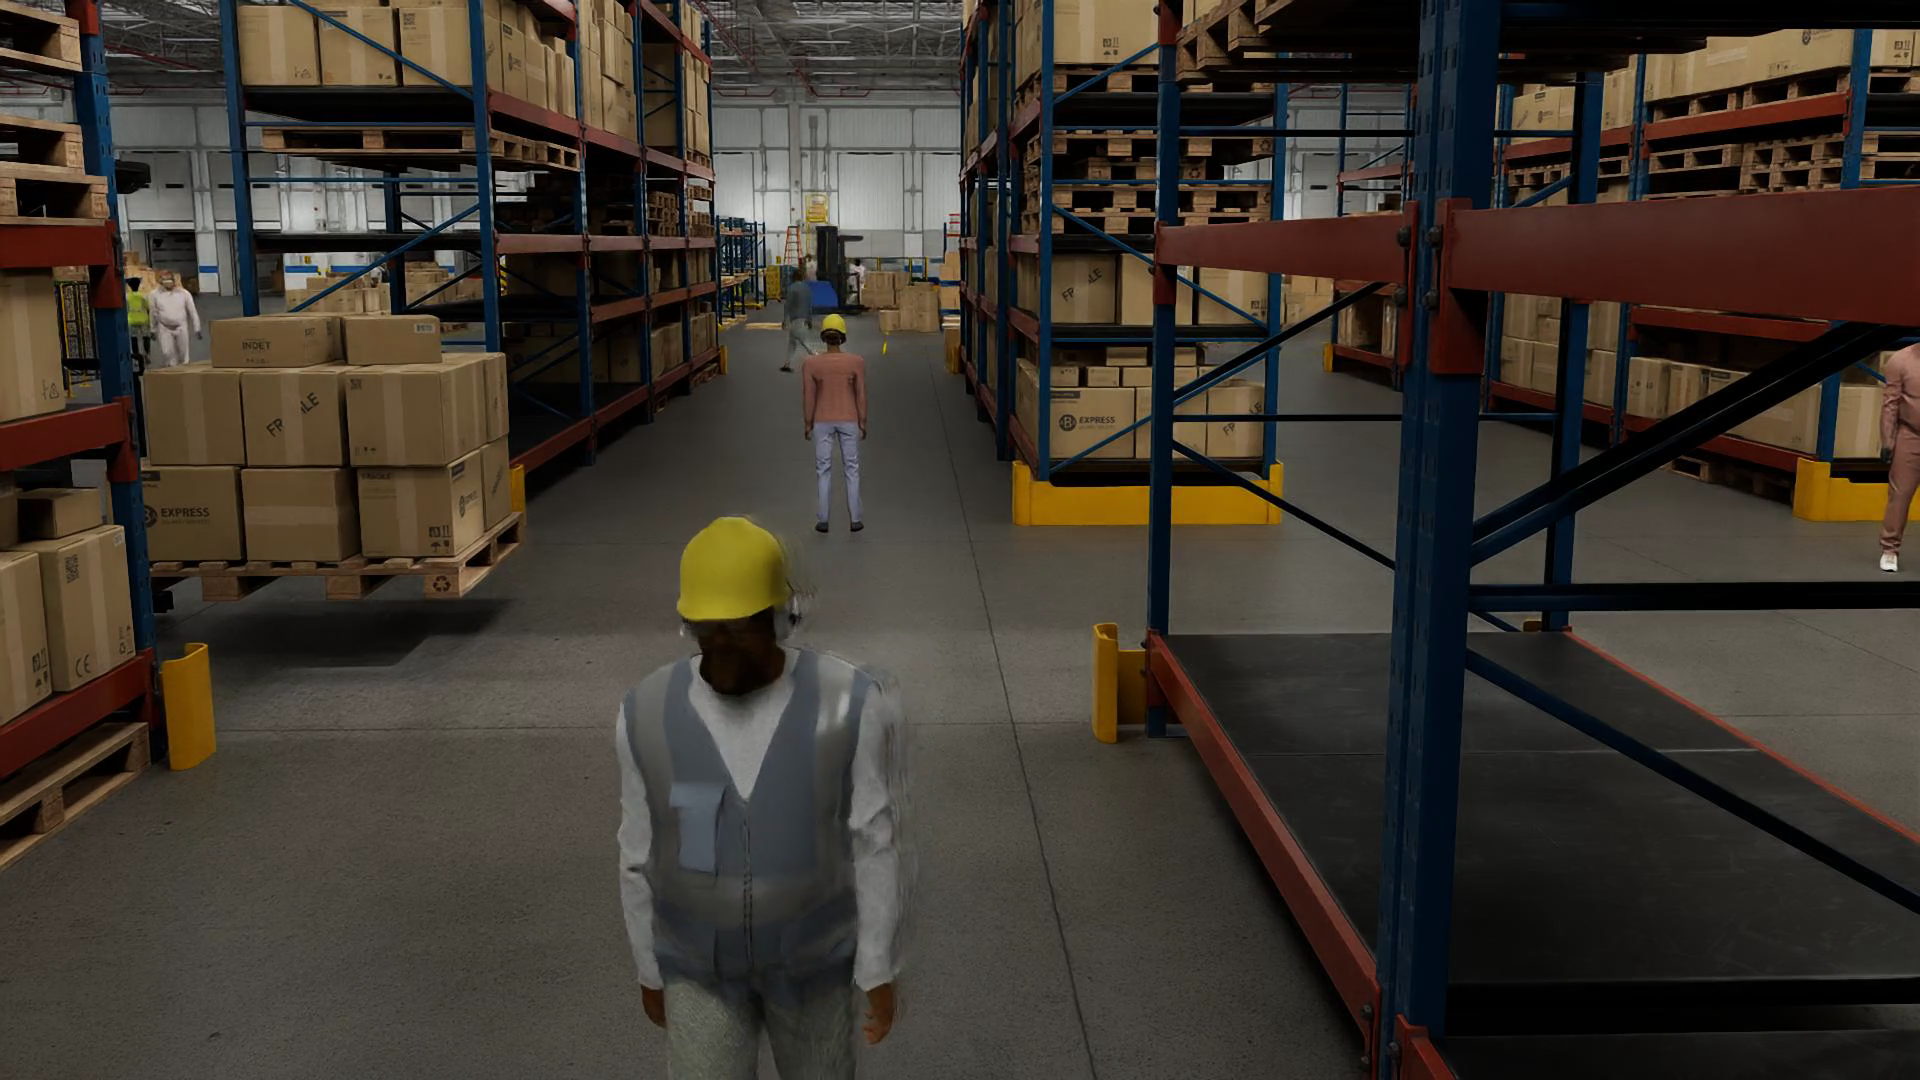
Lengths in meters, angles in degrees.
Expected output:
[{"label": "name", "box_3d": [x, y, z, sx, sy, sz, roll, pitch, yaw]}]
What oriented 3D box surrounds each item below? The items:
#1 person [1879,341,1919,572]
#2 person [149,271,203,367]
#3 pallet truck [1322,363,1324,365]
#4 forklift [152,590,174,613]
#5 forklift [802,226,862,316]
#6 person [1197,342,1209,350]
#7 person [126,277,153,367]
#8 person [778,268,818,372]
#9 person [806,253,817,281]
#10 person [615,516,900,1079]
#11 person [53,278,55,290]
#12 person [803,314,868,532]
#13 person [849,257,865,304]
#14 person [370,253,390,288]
[{"label": "person", "box_3d": [6.846, -0.693, 11.735, 0.644, 1.898, 0.397, 4, 11, 22]}, {"label": "person", "box_3d": [-12.594, -3.373, 26.723, 0.786, 1.857, 0.893, -4, 11, -22]}, {"label": "pallet truck", "box_3d": [7.712, -4.157, 30.737, 1.885, 1.965, 0.823, 3, 11, 16]}, {"label": "forklift", "box_3d": [-5.858, -0.811, 9.639, 1.873, 2.768, 1.129, -1, 10, -3]}, {"label": "forklift", "box_3d": [-4.196, -8.477, 52.345, 1.873, 2.768, 1.129, -6, 12, -30]}, {"label": "person", "box_3d": [5.173, -5.065, 35.844, 0.548, 1.975, 0.651, -7, 12, -35]}, {"label": "person", "box_3d": [-15.544, -4.120, 31.414, 0.543, 1.681, 0.545, -5, 11, -24]}, {"label": "person", "box_3d": [-2.825, -3.930, 29.815, 1.003, 1.887, 0.688, 5, 11, 25]}, {"label": "person", "box_3d": [-5.476, -9.587, 61.247, 0.409, 1.913, 0.650, -6, 12, -29]}, {"label": "person", "box_3d": [-0.420, 0.826, 3.508, 0.588, 1.809, 0.815, 0, 10, -3]}, {"label": "person", "box_3d": [-20.502, -5.289, 37.130, 0.368, 1.967, 0.603, 9, 13, 40]}, {"label": "person", "box_3d": [-1.007, -0.939, 13.454, 0.523, 1.769, 0.316, -1, 10, -5]}, {"label": "person", "box_3d": [-3.565, -8.896, 57.616, 0.640, 1.824, 0.670, -6, 12, -31]}, {"label": "person", "box_3d": [-15.970, -6.904, 45.924, 0.535, 2.000, 0.684, -1, 10, -3]}]
